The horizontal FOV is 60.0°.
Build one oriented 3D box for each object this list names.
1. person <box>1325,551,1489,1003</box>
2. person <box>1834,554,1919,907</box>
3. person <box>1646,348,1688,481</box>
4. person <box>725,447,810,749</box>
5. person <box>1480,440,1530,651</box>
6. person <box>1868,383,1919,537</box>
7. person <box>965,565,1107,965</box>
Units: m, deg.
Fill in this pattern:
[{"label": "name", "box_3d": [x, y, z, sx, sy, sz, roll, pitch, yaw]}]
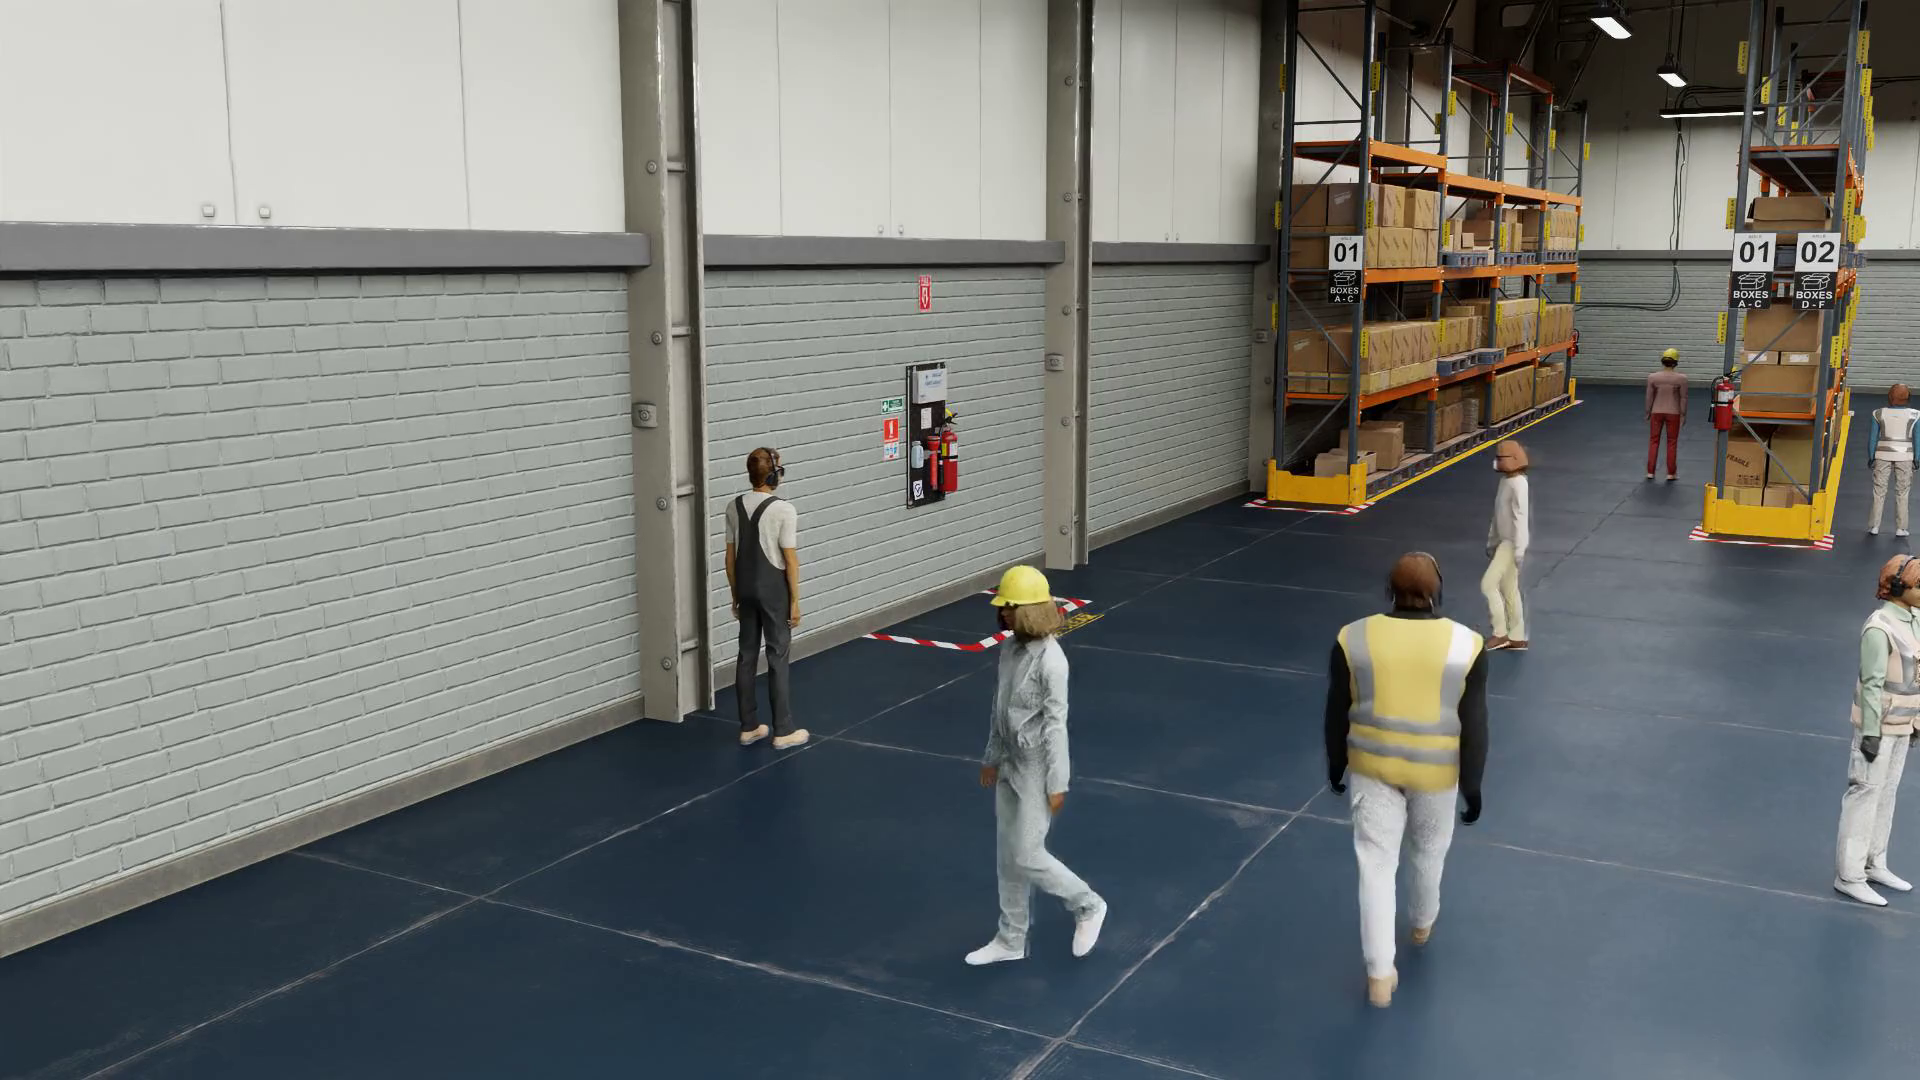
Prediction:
[{"label": "person", "box_3d": [1.852, 0.926, 6.924, 0.654, 1.794, 0.927, 3, 10, 18]}, {"label": "person", "box_3d": [4.308, 0.872, 7.732, 0.513, 1.634, 0.311, -9, 13, -42]}, {"label": "person", "box_3d": [9.465, -1.680, 22.281, 0.533, 1.767, 0.325, 7, 12, 36]}, {"label": "person", "box_3d": [-1.192, 0.353, 10.143, 0.506, 1.846, 0.349, 5, 11, 28]}, {"label": "person", "box_3d": [4.083, 0.053, 12.572, 0.517, 1.614, 0.523, 1, 10, 7]}, {"label": "person", "box_3d": [9.982, -0.850, 17.778, 0.515, 1.645, 0.309, 6, 11, 32]}, {"label": "person", "box_3d": [0.303, 0.952, 6.965, 0.524, 1.732, 0.503, -4, 10, -22]}]
